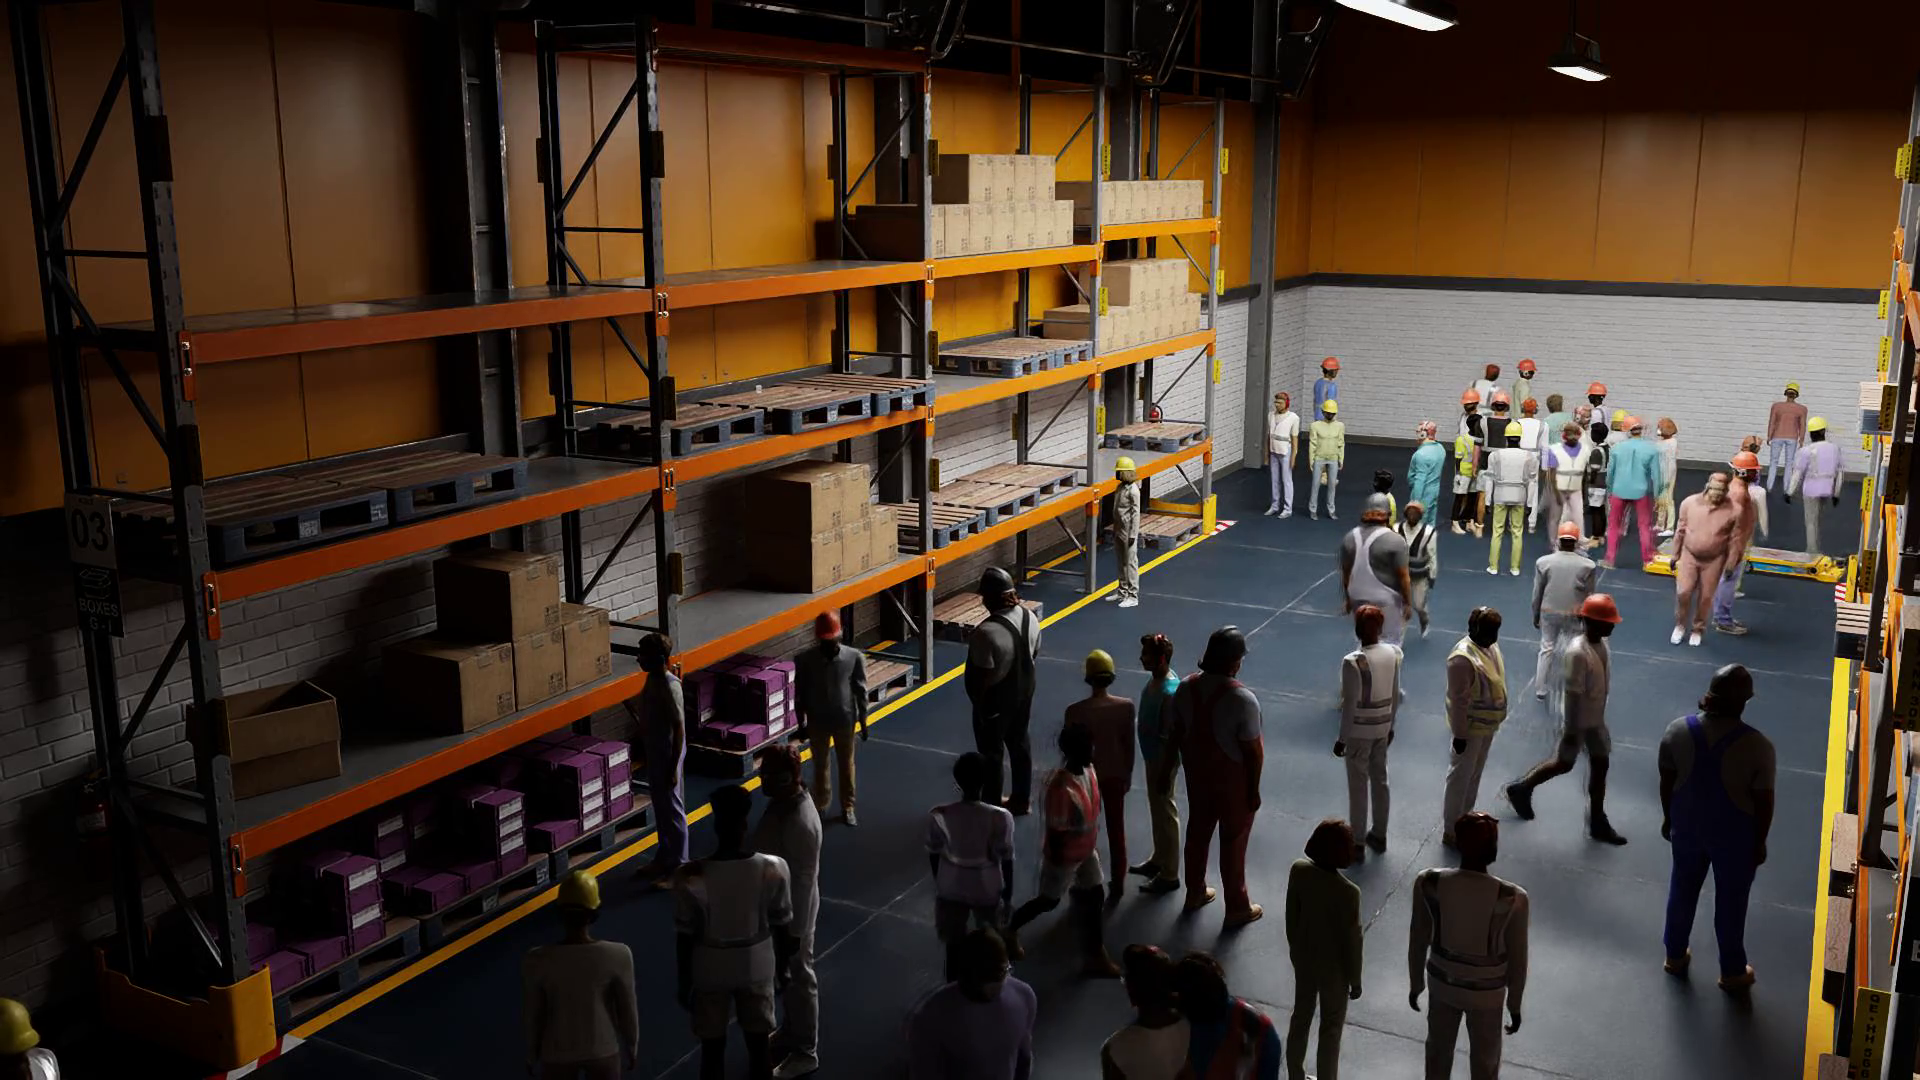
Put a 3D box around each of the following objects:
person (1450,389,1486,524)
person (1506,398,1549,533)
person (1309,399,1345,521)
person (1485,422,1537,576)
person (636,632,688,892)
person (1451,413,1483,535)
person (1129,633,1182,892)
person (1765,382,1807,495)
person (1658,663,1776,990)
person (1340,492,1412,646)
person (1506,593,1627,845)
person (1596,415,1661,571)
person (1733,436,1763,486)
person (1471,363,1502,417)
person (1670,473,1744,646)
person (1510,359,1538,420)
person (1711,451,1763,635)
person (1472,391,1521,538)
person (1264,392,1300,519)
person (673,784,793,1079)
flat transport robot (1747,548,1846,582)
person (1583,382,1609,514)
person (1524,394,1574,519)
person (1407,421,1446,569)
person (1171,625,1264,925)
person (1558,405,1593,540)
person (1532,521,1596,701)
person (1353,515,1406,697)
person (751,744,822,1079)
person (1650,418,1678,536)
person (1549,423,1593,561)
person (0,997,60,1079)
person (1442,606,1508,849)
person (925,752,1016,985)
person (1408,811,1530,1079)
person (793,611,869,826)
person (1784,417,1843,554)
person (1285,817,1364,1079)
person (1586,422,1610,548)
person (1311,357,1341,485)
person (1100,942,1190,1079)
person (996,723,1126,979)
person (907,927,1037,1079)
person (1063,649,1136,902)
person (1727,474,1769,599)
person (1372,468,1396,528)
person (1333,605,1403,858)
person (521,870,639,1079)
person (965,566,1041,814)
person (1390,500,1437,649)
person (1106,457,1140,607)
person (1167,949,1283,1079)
[{"bbox_3d":[7.252,-1.194,23.714,0.388,1.930,0.544,-5,14,-22],"label":"person"},{"bbox_3d":[7.849,-1.032,23.081,0.584,1.882,0.337,3,13,13],"label":"person"},{"bbox_3d":[5.263,-1.148,23.888,0.527,1.761,0.340,-1,13,-5],"label":"person"},{"bbox_3d":[6.818,-0.503,20.641,0.586,1.920,0.397,3,13,13],"label":"person"},{"bbox_3d":[-2.095,1.538,11.663,0.333,1.844,0.515,-7,14,-29],"label":"person"},{"bbox_3d":[7.043,-0.916,23.006,0.532,1.694,0.319,-6,14,-26],"label":"person"},{"bbox_3d":[1.421,1.544,11.634,0.381,1.844,0.566,-1,13,-3],"label":"person"},{"bbox_3d":[12.808,-1.570,25.796,0.529,1.752,0.340,6,14,24],"label":"person"},{"bbox_3d":[4.699,1.742,10.308,0.536,2.000,0.676,-12,17,-42],"label":"person"},{"bbox_3d":[3.885,0.531,15.730,0.785,2.000,0.737,-8,15,-33],"label":"person"},{"bbox_3d":[4.645,1.303,12.588,0.558,1.915,0.884,-11,17,-41],"label":"person"},{"bbox_3d":[8.535,-0.572,20.880,0.850,1.957,0.400,6,14,25],"label":"person"},{"bbox_3d":[10.113,-0.540,21.459,0.314,1.629,0.526,1,13,4],"label":"person"},{"bbox_3d":[8.587,-1.986,27.428,0.658,1.860,0.617,-11,17,-41],"label":"person"},{"bbox_3d":[7.826,0.219,17.484,0.665,1.879,0.560,6,14,25],"label":"person"},{"bbox_3d":[9.057,-1.920,26.809,0.381,1.994,0.622,1,13,4],"label":"person"},{"bbox_3d":[8.453,0.021,18.121,0.377,1.995,0.608,4,13,17],"label":"person"},{"bbox_3d":[7.302,-1.012,22.681,0.611,2.030,0.410,4,13,16],"label":"person"},{"bbox_3d":[4.673,-1.232,24.086,0.390,1.837,0.561,-8,15,-33],"label":"person"},{"bbox_3d":[-1.152,2.189,8.514,0.604,1.953,0.396,-3,13,-14],"label":"person"},{"bbox_3d":[10.267,0.280,20.850,1.431,0.197,0.652,9,15,35],"label":"flat transport robot"},{"bbox_3d":[9.271,-1.342,24.353,0.358,1.938,0.548,7,15,30],"label":"person"},{"bbox_3d":[8.381,-1.132,23.552,0.635,1.883,1.045,-6,14,-24],"label":"person"},{"bbox_3d":[5.798,-0.544,20.848,0.409,1.906,0.652,10,16,38],"label":"person"},{"bbox_3d":[1.781,1.549,11.172,0.538,2.000,0.684,-12,17,-42],"label":"person"},{"bbox_3d":[8.305,-0.884,22.401,0.398,1.898,0.654,11,16,40],"label":"person"},{"bbox_3d":[5.700,0.684,15.714,0.567,1.744,0.349,7,14,29],"label":"person"},{"bbox_3d":[4.037,0.597,15.912,0.546,1.837,0.633,1,13,5],"label":"person"},{"bbox_3d":[-0.977,2.046,9.255,0.408,1.908,0.643,-3,13,-15],"label":"person"},{"bbox_3d":[9.727,-0.873,22.969,0.291,1.625,0.494,-1,13,-4],"label":"person"},{"bbox_3d":[7.827,-0.600,21.333,0.575,1.794,0.958,-1,13,-4],"label":"person"},{"bbox_3d":[-3.767,2.668,6.650,0.403,1.826,0.592,4,13,18],"label":"person"},{"bbox_3d":[3.836,1.383,12.373,0.428,1.838,0.634,10,16,37],"label":"person"},{"bbox_3d":[0.061,2.051,9.814,0.533,1.648,0.881,1,13,4],"label":"person"},{"bbox_3d":[2.532,2.265,8.326,0.575,1.883,0.362,7,14,29],"label":"person"},{"bbox_3d":[-0.986,1.371,12.696,0.578,1.729,0.448,0,13,-2],"label":"person"},{"bbox_3d":[10.879,-0.623,21.234,0.590,1.889,0.633,-3,13,-14],"label":"person"},{"bbox_3d":[1.950,2.263,8.897,0.266,1.632,0.509,-8,15,-33],"label":"person"},{"bbox_3d":[8.507,-0.732,22.175,0.320,1.695,0.534,10,16,37],"label":"person"},{"bbox_3d":[5.877,-1.912,26.663,0.394,2.044,0.609,-3,13,-15],"label":"person"},{"bbox_3d":[0.727,2.553,7.161,0.597,1.822,0.742,-8,15,-32],"label":"person"},{"bbox_3d":[0.619,1.913,10.405,0.820,1.665,0.531,7,15,30],"label":"person"},{"bbox_3d":[0.067,2.539,7.107,0.651,1.895,0.900,-7,14,-28],"label":"person"},{"bbox_3d":[0.952,1.618,11.489,0.534,1.766,0.320,-4,13,-17],"label":"person"},{"bbox_3d":[9.244,-0.126,19.627,0.533,1.614,0.531,-10,16,-38],"label":"person"},{"bbox_3d":[4.751,0.027,18.763,0.317,1.695,0.540,0,13,2],"label":"person"},{"bbox_3d":[2.984,1.396,12.211,0.585,1.882,0.337,-8,15,-33],"label":"person"},{"bbox_3d":[-1.798,2.421,7.920,0.542,1.758,0.343,-3,13,-14],"label":"person"},{"bbox_3d":[0.284,1.180,12.824,0.535,2.000,0.682,11,17,41],"label":"person"},{"bbox_3d":[4.748,0.354,17.480,0.529,1.620,0.557,6,14,26],"label":"person"},{"bbox_3d":[1.894,-0.099,19.222,0.298,1.743,0.493,-5,13,-21],"label":"person"},{"bbox_3d":[1.031,2.582,7.052,0.641,1.827,0.430,4,13,16],"label":"person"}]
